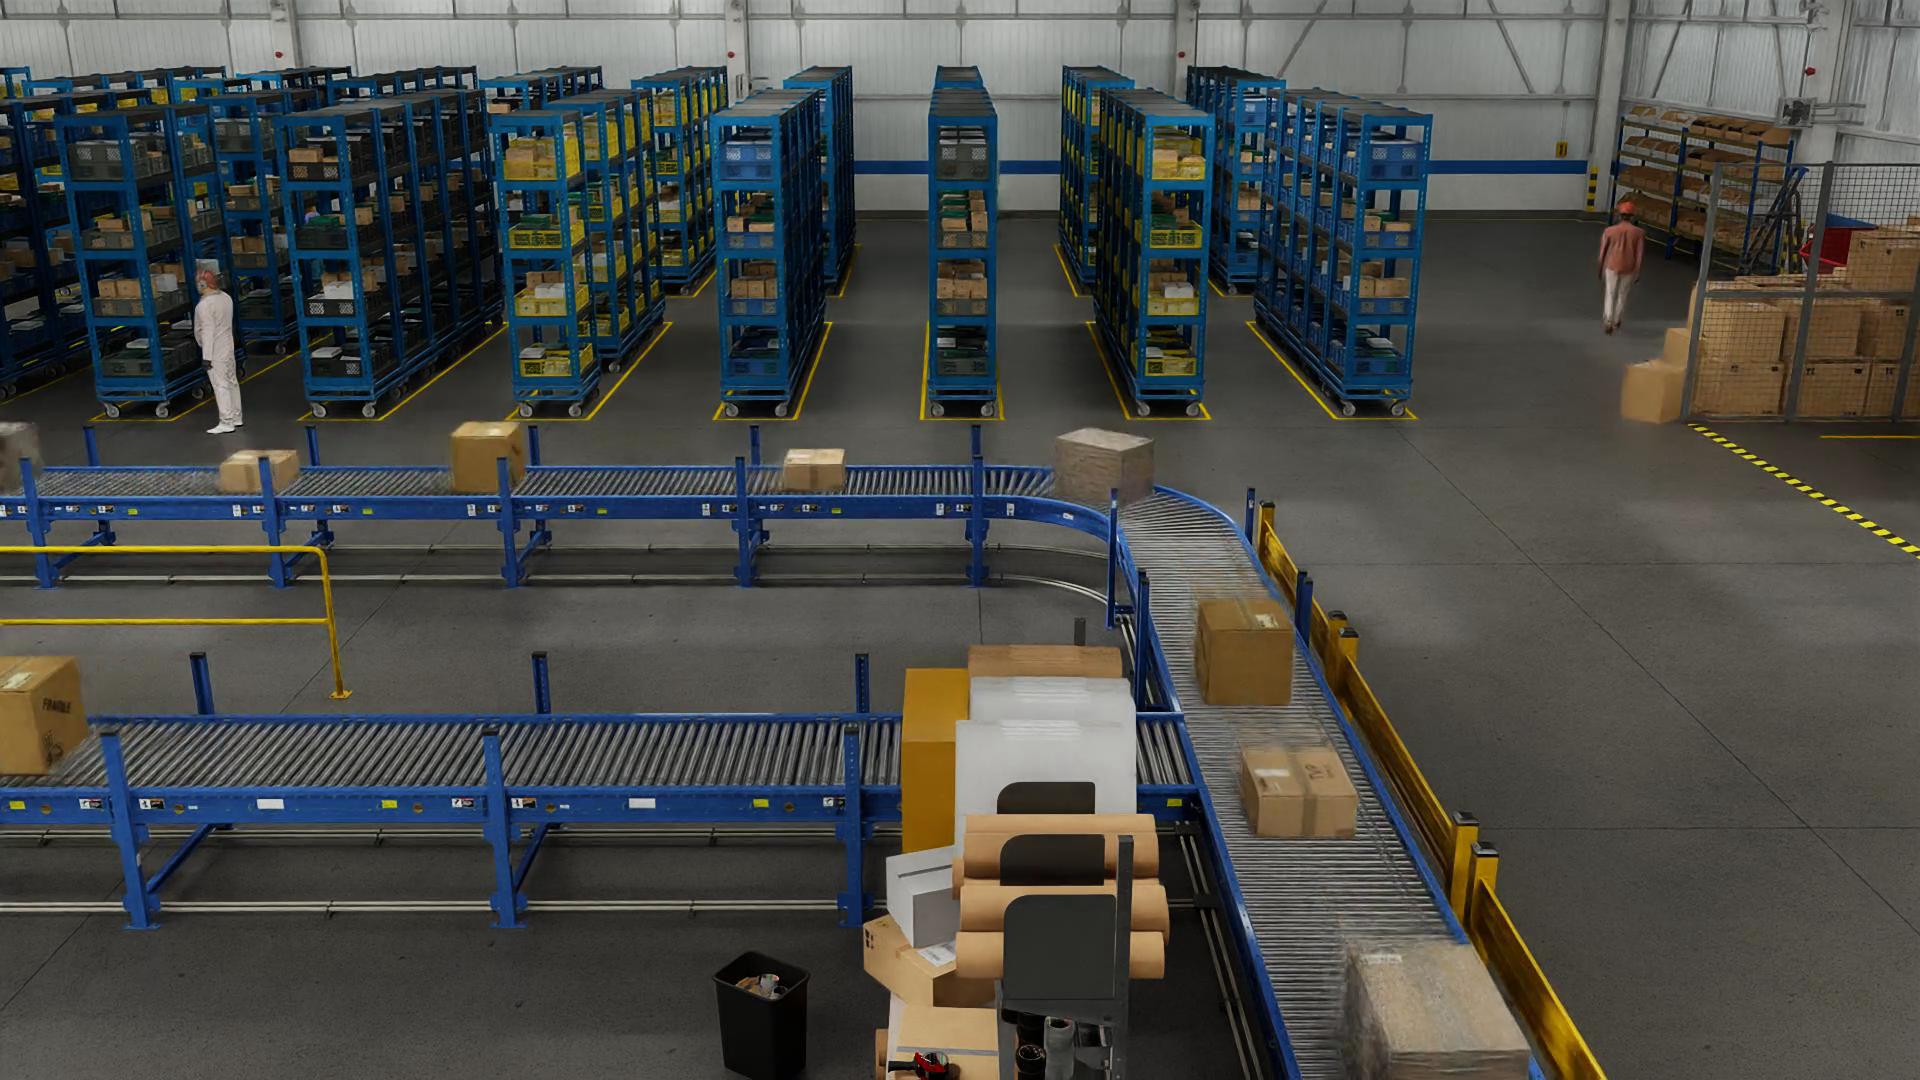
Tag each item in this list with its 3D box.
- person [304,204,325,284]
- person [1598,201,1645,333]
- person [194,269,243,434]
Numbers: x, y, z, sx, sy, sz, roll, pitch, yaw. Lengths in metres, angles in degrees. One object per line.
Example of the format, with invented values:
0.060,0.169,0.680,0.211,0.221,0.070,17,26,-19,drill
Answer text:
-10.497,-4.676,27.049,0.390,1.850,0.565,0,18,-1,person
9.986,-4.126,25.176,0.622,1.968,0.895,7,19,19,person
-8.644,-2.194,19.316,0.408,1.908,0.641,0,18,-1,person
